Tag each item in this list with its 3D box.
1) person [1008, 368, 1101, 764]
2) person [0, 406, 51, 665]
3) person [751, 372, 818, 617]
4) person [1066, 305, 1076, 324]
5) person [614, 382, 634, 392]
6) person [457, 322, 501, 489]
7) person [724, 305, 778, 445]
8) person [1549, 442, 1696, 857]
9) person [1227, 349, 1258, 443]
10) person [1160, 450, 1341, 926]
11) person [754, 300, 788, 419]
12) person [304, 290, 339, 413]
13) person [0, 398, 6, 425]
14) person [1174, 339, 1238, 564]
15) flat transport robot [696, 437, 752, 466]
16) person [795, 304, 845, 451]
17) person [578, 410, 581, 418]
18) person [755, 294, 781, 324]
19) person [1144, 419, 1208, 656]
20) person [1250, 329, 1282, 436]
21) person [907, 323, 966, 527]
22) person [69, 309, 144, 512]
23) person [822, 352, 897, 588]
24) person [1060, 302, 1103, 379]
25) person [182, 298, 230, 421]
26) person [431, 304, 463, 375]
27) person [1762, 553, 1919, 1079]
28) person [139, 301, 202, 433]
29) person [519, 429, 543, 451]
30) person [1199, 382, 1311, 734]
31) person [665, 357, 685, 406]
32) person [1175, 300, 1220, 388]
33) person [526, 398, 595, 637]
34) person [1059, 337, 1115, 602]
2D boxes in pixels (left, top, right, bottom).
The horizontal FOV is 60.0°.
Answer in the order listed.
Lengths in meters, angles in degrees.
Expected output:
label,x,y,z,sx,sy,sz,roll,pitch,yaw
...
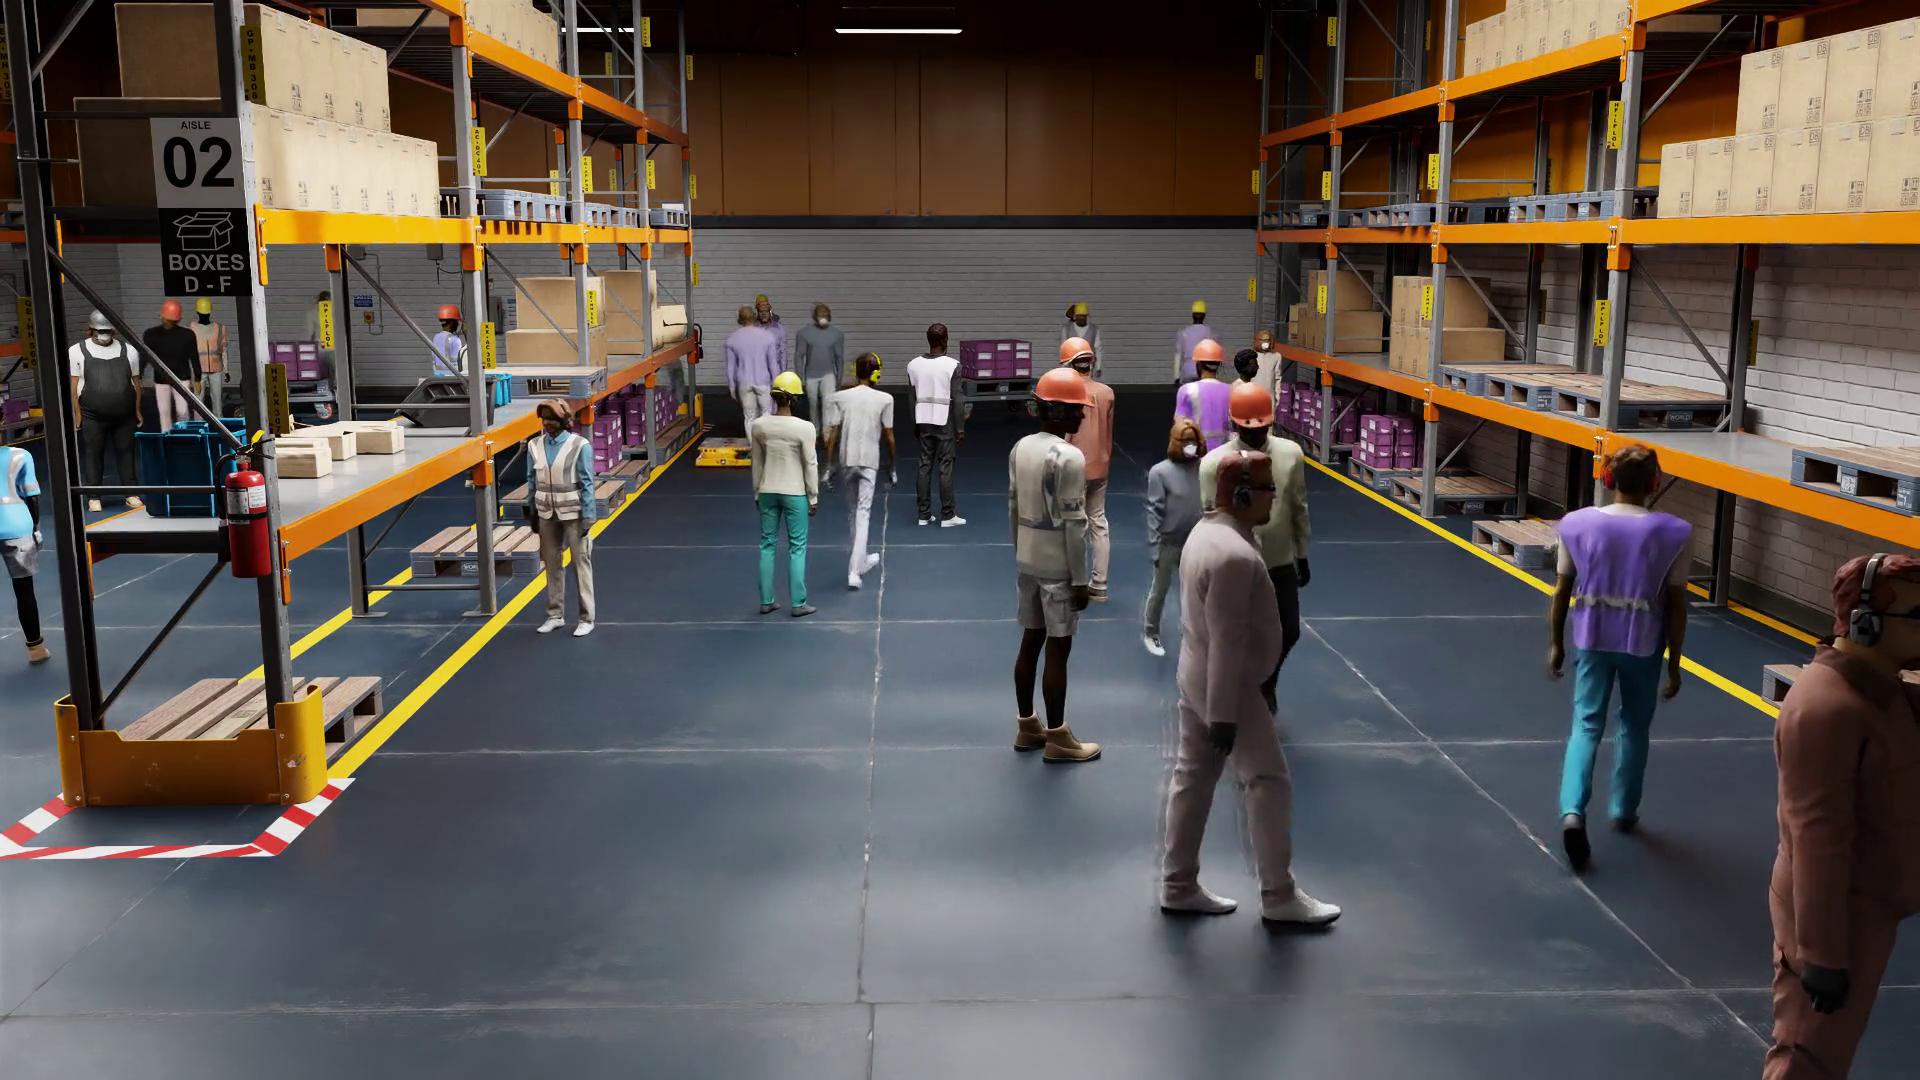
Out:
label,x,y,z,sx,sy,sz,roll,pitch,yaw
person,0.489,0.131,8.623,0.394,2.040,0.608,-6,12,-28
person,-6.057,-0.029,10.465,0.529,1.697,0.321,-4,11,-23
person,-1.251,-0.326,11.961,0.529,1.761,0.340,4,11,21
person,1.897,-3.132,27.951,0.273,1.627,0.502,2,10,9
person,-5.093,-2.723,24.964,0.588,1.882,0.353,7,13,35
person,-5.258,-1.469,18.078,0.345,1.846,0.505,-7,12,-34
person,-2.519,-1.880,20.156,0.644,1.920,0.435,-1,10,-6
person,2.884,0.478,7.322,0.574,1.819,0.869,6,12,29
person,2.638,-0.924,15.455,0.318,1.697,0.535,6,12,28
person,1.172,0.587,6.510,0.811,1.877,0.681,0,10,-2
person,-2.591,-2.213,22.047,0.643,1.909,0.410,-3,11,-15
person,-9.892,-2.930,25.995,0.427,1.925,0.658,7,13,36
person,-10.195,-1.361,17.244,0.374,1.928,0.543,7,12,35
person,2.010,-0.655,13.389,0.543,1.914,0.894,-4,11,-23
flat transport robot,-2.836,-1.092,20.363,0.652,0.197,1.431,0,10,-3
person,-1.816,-2.118,21.635,0.640,1.888,1.056,-1,10,-5
person,-5.749,-2.788,24.938,0.622,2.029,0.597,1,10,3
person,-3.224,-3.116,27.295,0.598,1.828,0.403,-3,10,-14
person,1.410,0.017,10.531,0.505,1.580,0.889,-3,11,-17
person,3.671,-1.747,20.245,0.491,1.626,0.282,-2,10,-10
person,-0.221,-1.080,15.702,0.593,1.920,0.391,6,12,29
person,-8.513,-1.310,16.642,0.679,2.000,0.537,-8,13,-39
person,-0.786,-0.559,13.098,0.552,1.814,0.979,2,10,12
person,1.744,-2.502,23.934,0.619,1.801,0.779,1,10,3
person,-10.261,-2.332,22.673,0.585,1.921,0.373,-8,13,-37
person,-6.075,-1.844,19.901,0.545,1.941,0.351,8,13,39
person,2.304,0.974,4.292,0.406,1.910,0.639,7,13,36
person,-9.814,-1.974,20.603,0.750,1.943,0.549,-2,10,-11
person,-5.458,-2.056,21.372,0.623,1.838,0.430,-3,11,-18
person,1.589,0.114,8.961,0.656,1.950,0.589,-2,10,-10
person,-4.340,-2.677,25.160,0.535,1.715,0.514,-7,12,-33
person,3.146,-2.216,22.046,0.593,1.910,0.447,2,10,12
person,-2.716,-0.155,11.358,0.517,1.632,0.314,3,11,19
person,0.878,-0.495,12.264,0.612,1.984,0.401,-9,14,-42
